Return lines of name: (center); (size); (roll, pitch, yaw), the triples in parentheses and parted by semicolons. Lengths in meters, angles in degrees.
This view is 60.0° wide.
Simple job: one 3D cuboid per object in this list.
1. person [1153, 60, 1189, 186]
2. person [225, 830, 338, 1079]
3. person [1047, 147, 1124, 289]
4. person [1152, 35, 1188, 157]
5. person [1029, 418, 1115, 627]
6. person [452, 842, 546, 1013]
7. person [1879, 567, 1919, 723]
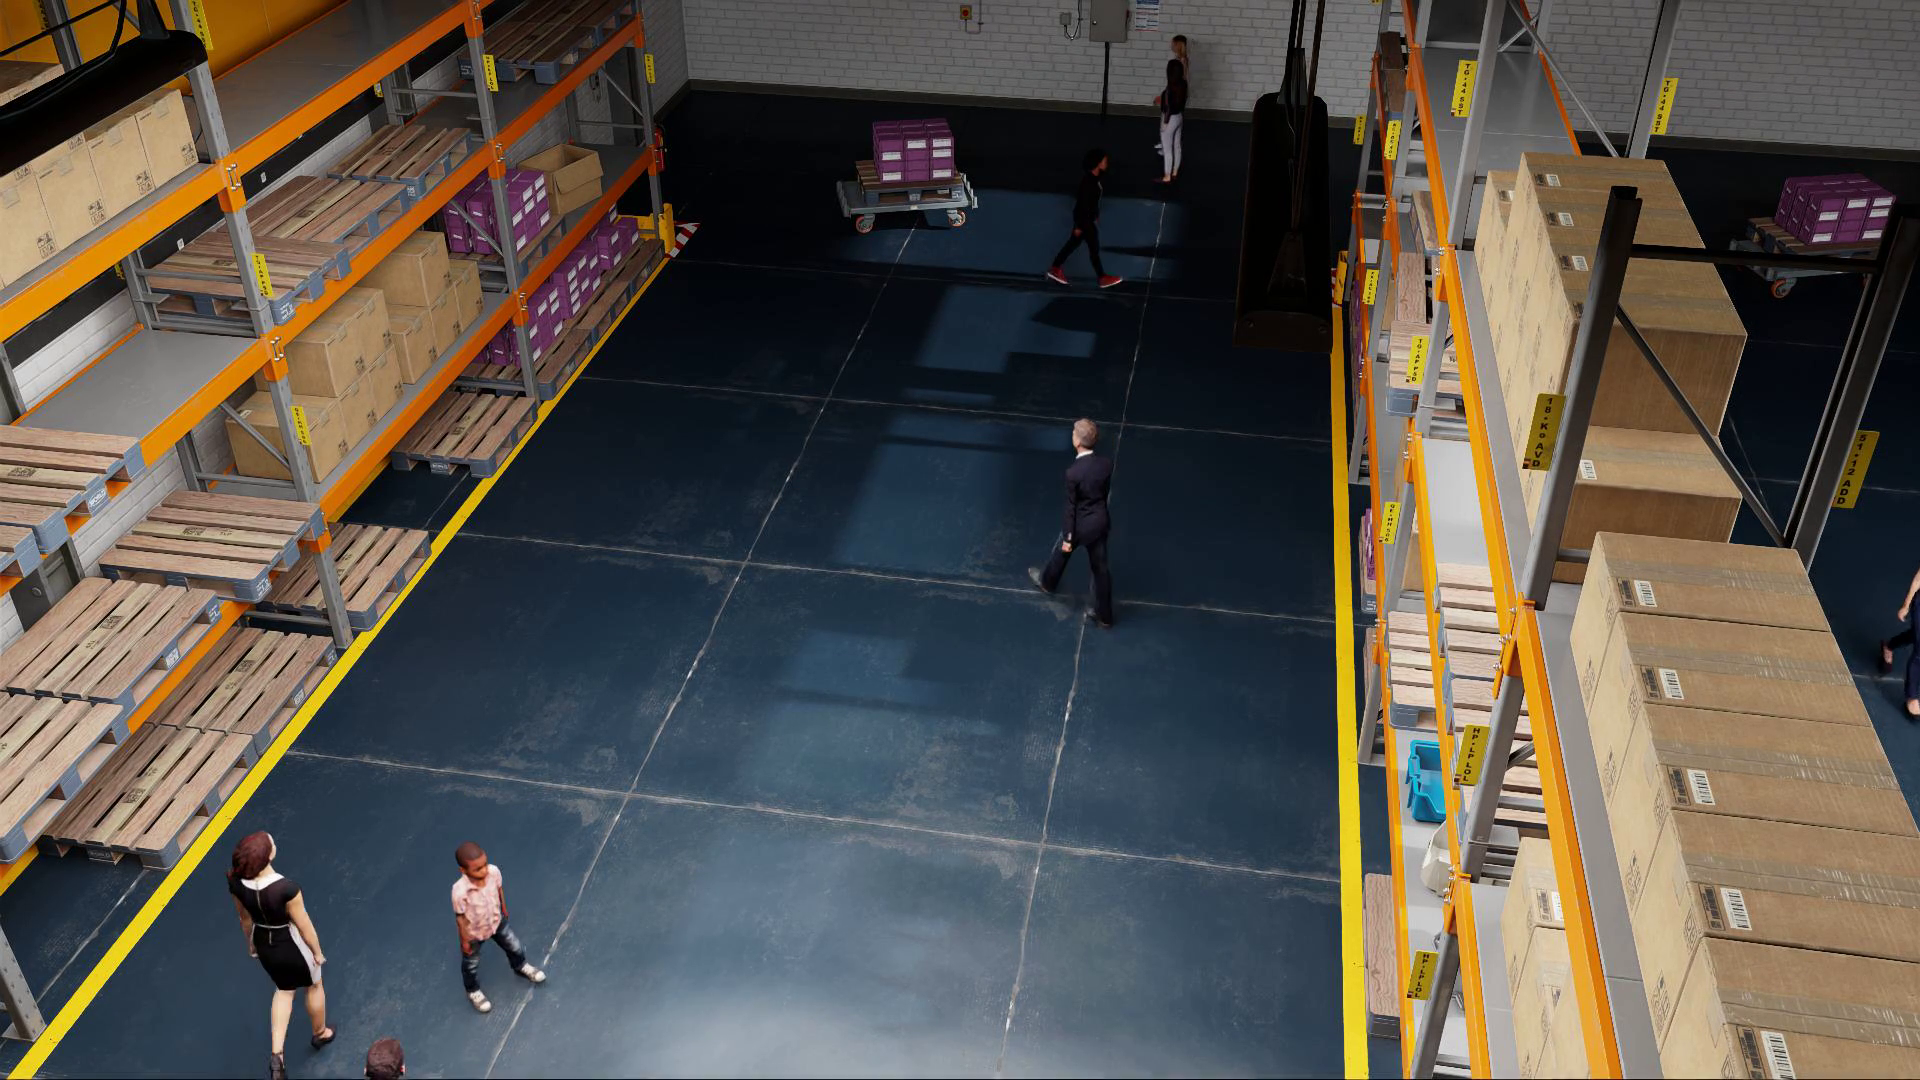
person: (2.708, -5.376, 21.376); (0.738, 1.608, 0.615); (23, 40, 30)
person: (-3.888, 2.414, 9.501); (0.604, 1.779, 0.861); (5, 34, 7)
person: (1.313, -3.594, 18.670); (0.673, 1.635, 1.025); (9, 35, 13)
person: (2.917, -5.894, 22.143); (0.702, 1.621, 0.621); (10, 35, 15)
person: (1.055, -0.090, 13.272); (1.168, 1.775, 1.227); (-22, 39, -29)
person: (-2.899, 2.308, 10.096); (0.745, 1.297, 0.637); (25, 41, 33)
person: (7.310, 0.450, 12.538); (0.715, 1.689, 1.118); (0, 34, 0)
